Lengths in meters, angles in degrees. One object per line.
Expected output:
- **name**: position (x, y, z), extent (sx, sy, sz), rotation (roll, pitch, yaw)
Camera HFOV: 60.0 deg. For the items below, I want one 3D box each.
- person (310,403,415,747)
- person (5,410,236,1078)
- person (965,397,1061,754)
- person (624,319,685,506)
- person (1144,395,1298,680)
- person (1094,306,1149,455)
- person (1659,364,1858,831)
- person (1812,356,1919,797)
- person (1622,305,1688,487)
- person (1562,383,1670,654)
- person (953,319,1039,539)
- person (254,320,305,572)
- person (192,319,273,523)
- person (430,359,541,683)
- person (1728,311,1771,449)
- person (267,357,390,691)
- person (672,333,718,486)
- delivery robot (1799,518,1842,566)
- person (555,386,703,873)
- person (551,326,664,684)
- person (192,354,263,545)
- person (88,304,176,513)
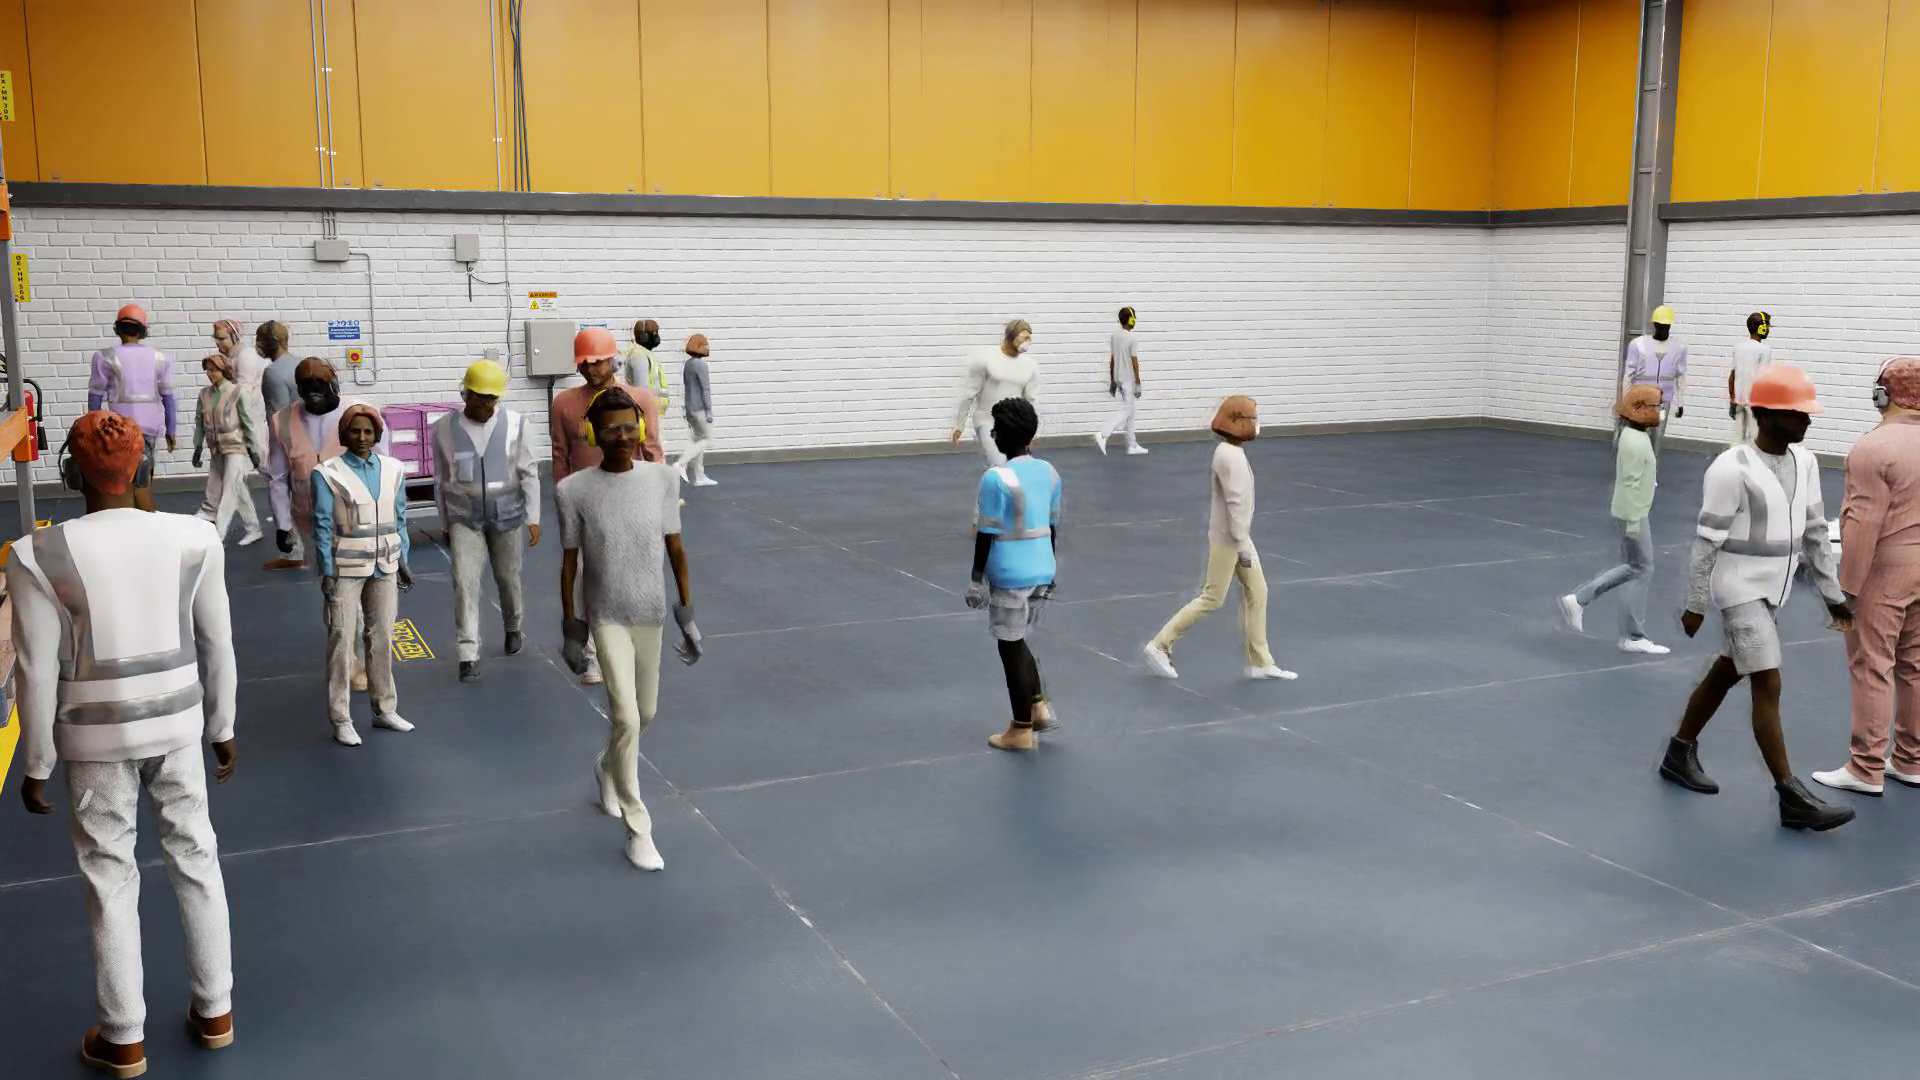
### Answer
- **person**: position (-2.885, 0.158, 8.056), extent (0.314, 1.636, 0.515), rotation (7, 11, 36)
- **person**: position (-2.348, 0.572, 4.720), extent (0.583, 1.882, 0.337), rotation (-9, 13, -43)
- **person**: position (0.251, 0.174, 7.824), extent (0.374, 1.684, 0.535), rotation (6, 11, 34)
- **person**: position (-3.052, -1.205, 15.930), extent (0.701, 1.826, 0.635), rotation (-1, 9, -3)
- **person**: position (1.443, -0.008, 9.185), extent (0.795, 1.601, 0.498), rotation (3, 10, 17)
- **person**: position (2.004, -1.954, 20.497), extent (0.790, 1.848, 0.524), rotation (-5, 10, -28)
- **person**: position (3.344, 0.216, 6.939), extent (0.554, 1.889, 0.968), rotation (-5, 11, -30)
- **person**: position (4.032, 0.157, 7.237), extent (0.651, 1.902, 0.403), rotation (-4, 10, -23)
- **person**: position (7.289, -1.501, 17.462), extent (0.636, 1.914, 0.455), rotation (2, 9, 11)
- **person**: position (3.963, -0.134, 9.929), extent (0.546, 1.613, 0.509), rotation (3, 10, 20)
- **person**: position (0.356, -0.899, 13.878), extent (0.702, 1.873, 0.959), rotation (-6, 11, -31)
- **person**: position (-4.922, -0.693, 12.481), extent (0.668, 1.914, 0.653), rotation (-1, 9, -7)
- **person**: position (-6.477, -1.061, 14.966), extent (0.633, 1.852, 0.957), rotation (8, 12, 40)
- **person**: position (-2.695, -0.146, 9.504), extent (0.591, 1.786, 0.841), rotation (-3, 9, -15)
- **person**: position (7.976, -1.360, 16.766), extent (0.312, 1.864, 0.537), rotation (-3, 10, -17)
- **person**: position (-3.416, -0.084, 9.023), extent (0.646, 1.809, 0.737), rotation (0, 9, -1)
- **person**: position (-2.795, -1.359, 17.488), extent (0.458, 1.617, 0.518), rotation (-5, 11, -30)
- **delivery robot**: position (6.435, 0.016, 11.993), extent (0.707, 0.478, 0.477), rotation (1, 9, 8)
- **person**: position (-1.334, 0.300, 6.573), extent (0.519, 1.836, 0.889), rotation (-6, 11, -32)
- **person**: position (-1.940, -0.190, 9.196), extent (0.644, 1.963, 0.742), rotation (-1, 9, -8)
- **person**: position (-5.975, -0.704, 13.529), extent (0.522, 1.599, 0.842), rotation (4, 10, 24)
- **person**: position (-6.835, -0.925, 13.665), extent (0.942, 1.990, 0.606), rotation (7, 12, 37)
